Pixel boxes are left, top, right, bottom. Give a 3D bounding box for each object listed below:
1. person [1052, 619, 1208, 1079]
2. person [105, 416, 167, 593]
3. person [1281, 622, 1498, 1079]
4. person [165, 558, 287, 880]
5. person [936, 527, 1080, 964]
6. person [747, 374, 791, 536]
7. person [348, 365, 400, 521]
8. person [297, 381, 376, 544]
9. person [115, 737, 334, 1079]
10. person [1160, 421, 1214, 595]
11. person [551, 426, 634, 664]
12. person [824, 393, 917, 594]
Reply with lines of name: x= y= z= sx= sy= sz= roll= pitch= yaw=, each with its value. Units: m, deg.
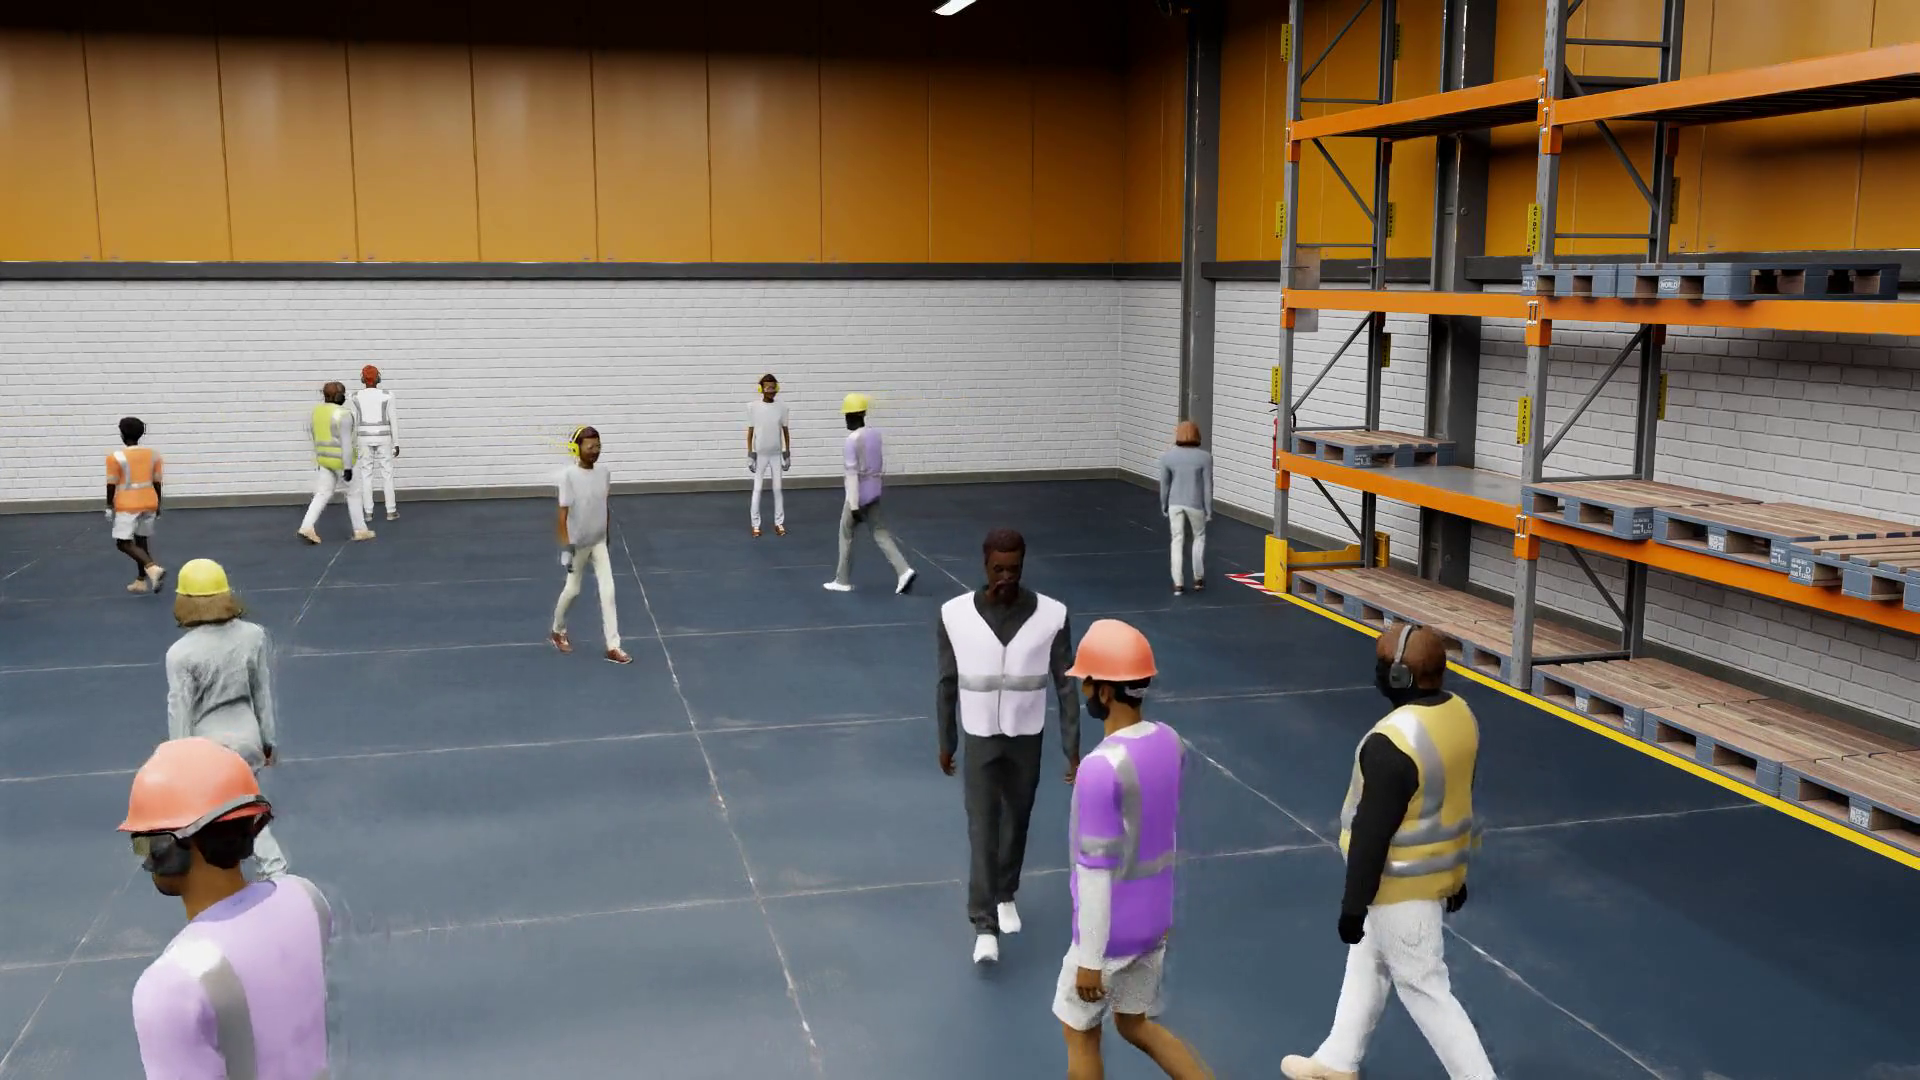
person: x=0.567 y=1.200 z=5.243 sx=0.744 sy=1.915 sz=0.550 roll=7 pitch=11 yaw=35
person: x=-7.577 y=-0.306 z=15.358 sx=0.623 sy=1.677 sz=0.541 roll=4 pitch=10 yaw=25
person: x=1.572 y=1.175 z=5.748 sx=0.936 sy=1.803 sz=0.643 roll=7 pitch=11 yaw=37
person: x=-3.265 y=0.937 z=7.413 sx=0.431 sy=1.728 sz=0.506 roll=5 pitch=11 yaw=30
person: x=0.214 y=0.893 z=7.241 sx=0.620 sy=1.875 sz=0.962 roll=-1 pitch=9 yaw=-3
person: x=-2.178 y=-0.962 z=18.913 sx=0.509 sy=1.858 sz=0.352 roll=-3 pitch=9 yaw=-16
person: x=-7.068 y=-1.167 z=20.101 sx=0.573 sy=1.882 sz=0.356 roll=-2 pitch=9 yaw=-12
person: x=-6.953 y=-0.857 z=18.405 sx=0.633 sy=1.812 sz=0.901 roll=5 pitch=10 yaw=29
person: x=-1.653 y=1.411 z=3.635 sx=0.974 sy=1.992 sz=0.615 roll=2 pitch=9 yaw=13
person: x=2.142 y=-0.316 z=15.607 sx=0.524 sy=1.602 sz=0.707 roll=3 pitch=10 yaw=20
person: x=-2.918 y=0.018 z=12.884 sx=0.966 sy=1.831 sz=0.547 roll=8 pitch=12 yaw=42
person: x=-0.853 y=-0.425 z=15.456 sx=0.905 sy=1.897 sz=0.603 roll=6 pitch=11 yaw=31
